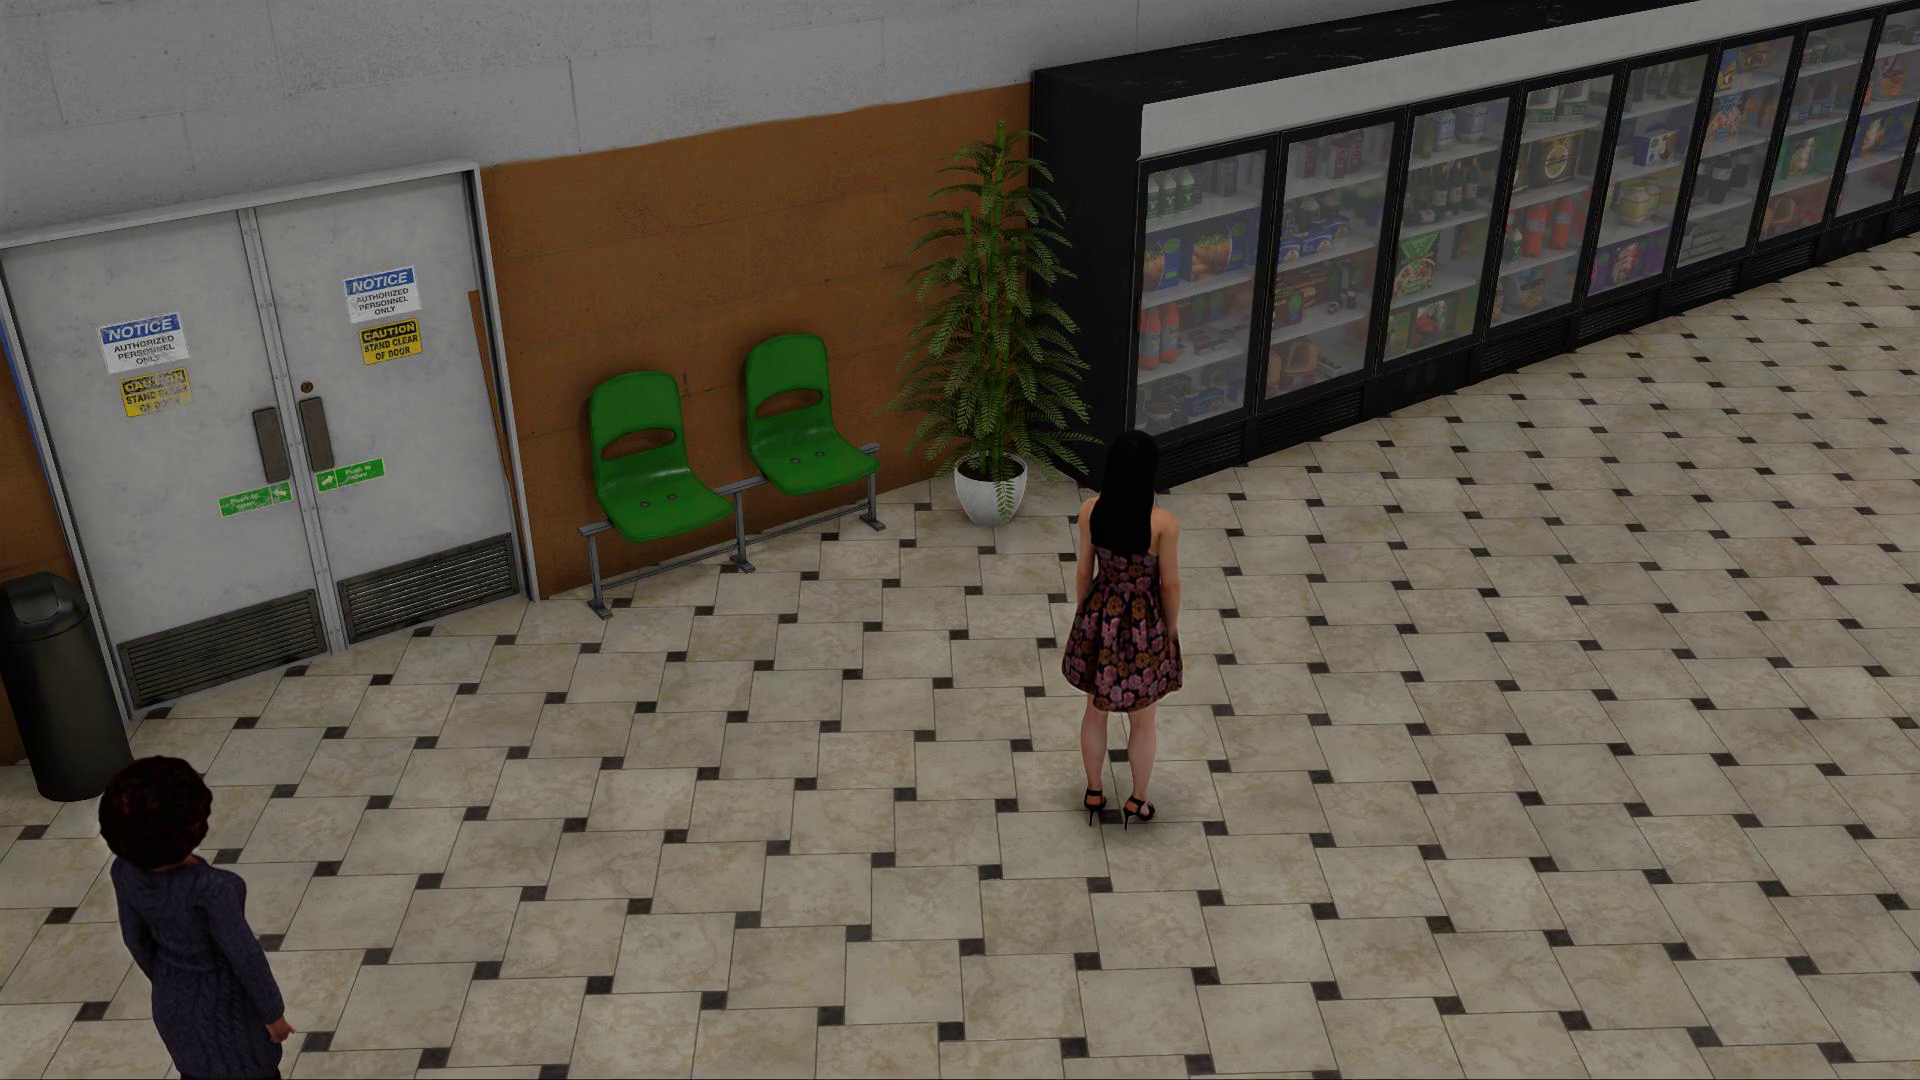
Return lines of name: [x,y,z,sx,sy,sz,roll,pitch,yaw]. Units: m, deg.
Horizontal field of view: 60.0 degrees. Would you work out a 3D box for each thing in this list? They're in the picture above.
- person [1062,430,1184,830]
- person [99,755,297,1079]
person: [0.655,0.375,6.645,0.782,1.773,0.860,10,30,18]
person: [-2.199,1.375,4.880,0.633,1.710,0.729,10,30,17]
